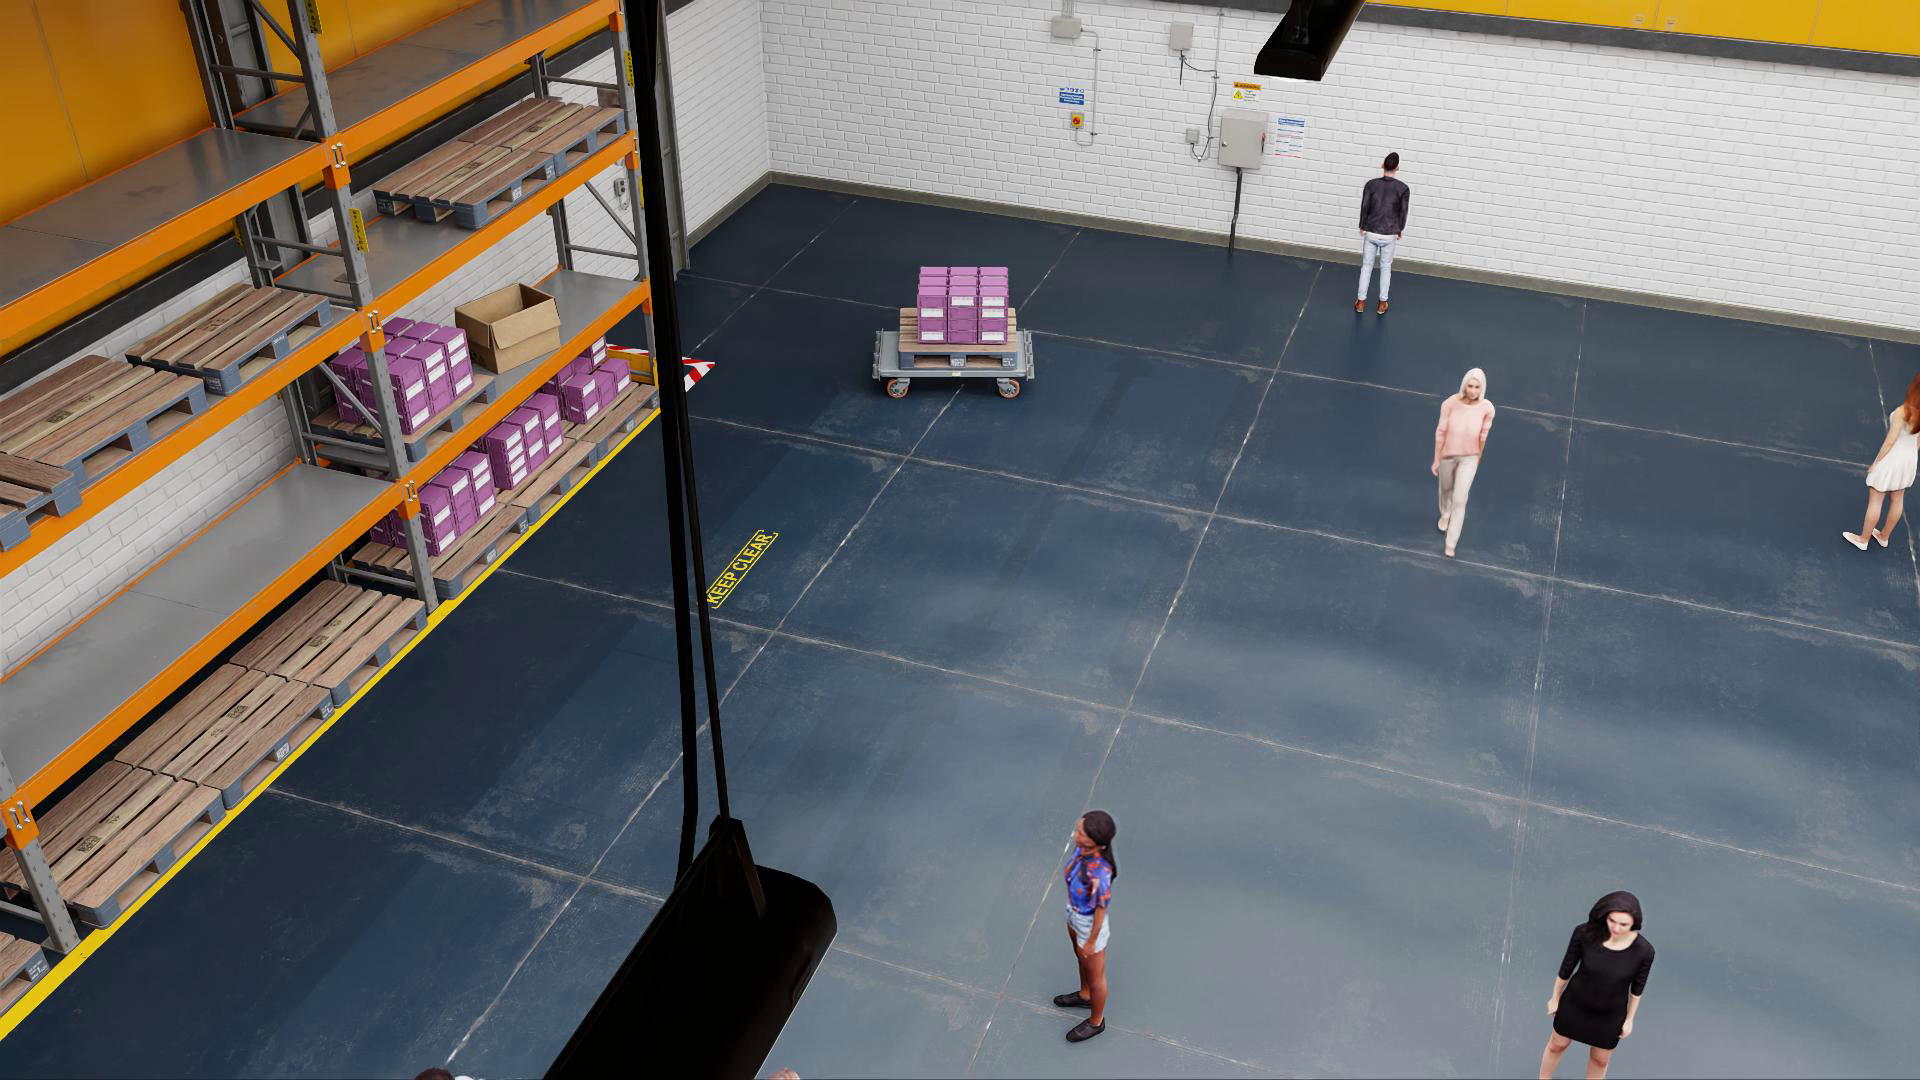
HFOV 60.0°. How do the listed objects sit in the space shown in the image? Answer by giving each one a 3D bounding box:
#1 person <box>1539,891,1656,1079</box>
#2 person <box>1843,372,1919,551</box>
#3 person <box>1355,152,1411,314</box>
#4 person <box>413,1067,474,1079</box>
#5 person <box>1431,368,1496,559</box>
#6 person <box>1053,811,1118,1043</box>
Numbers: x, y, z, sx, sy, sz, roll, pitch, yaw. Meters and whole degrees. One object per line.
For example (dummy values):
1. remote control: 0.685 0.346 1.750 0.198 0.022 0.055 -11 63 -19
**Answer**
1. person: 3.530 2.629 9.279 0.618 1.804 0.507 15 36 21
2. person: 8.089 -0.686 14.349 0.647 1.712 0.678 -7 34 -10
3. person: 4.626 -3.370 18.276 0.663 1.836 0.552 9 35 13
4. person: -2.411 3.204 8.402 0.874 1.817 0.752 6 34 9
5. person: 4.333 -0.764 14.494 0.624 1.682 1.069 10 35 14
6. person: 0.764 2.270 9.875 0.727 1.742 0.619 -6 34 -10
